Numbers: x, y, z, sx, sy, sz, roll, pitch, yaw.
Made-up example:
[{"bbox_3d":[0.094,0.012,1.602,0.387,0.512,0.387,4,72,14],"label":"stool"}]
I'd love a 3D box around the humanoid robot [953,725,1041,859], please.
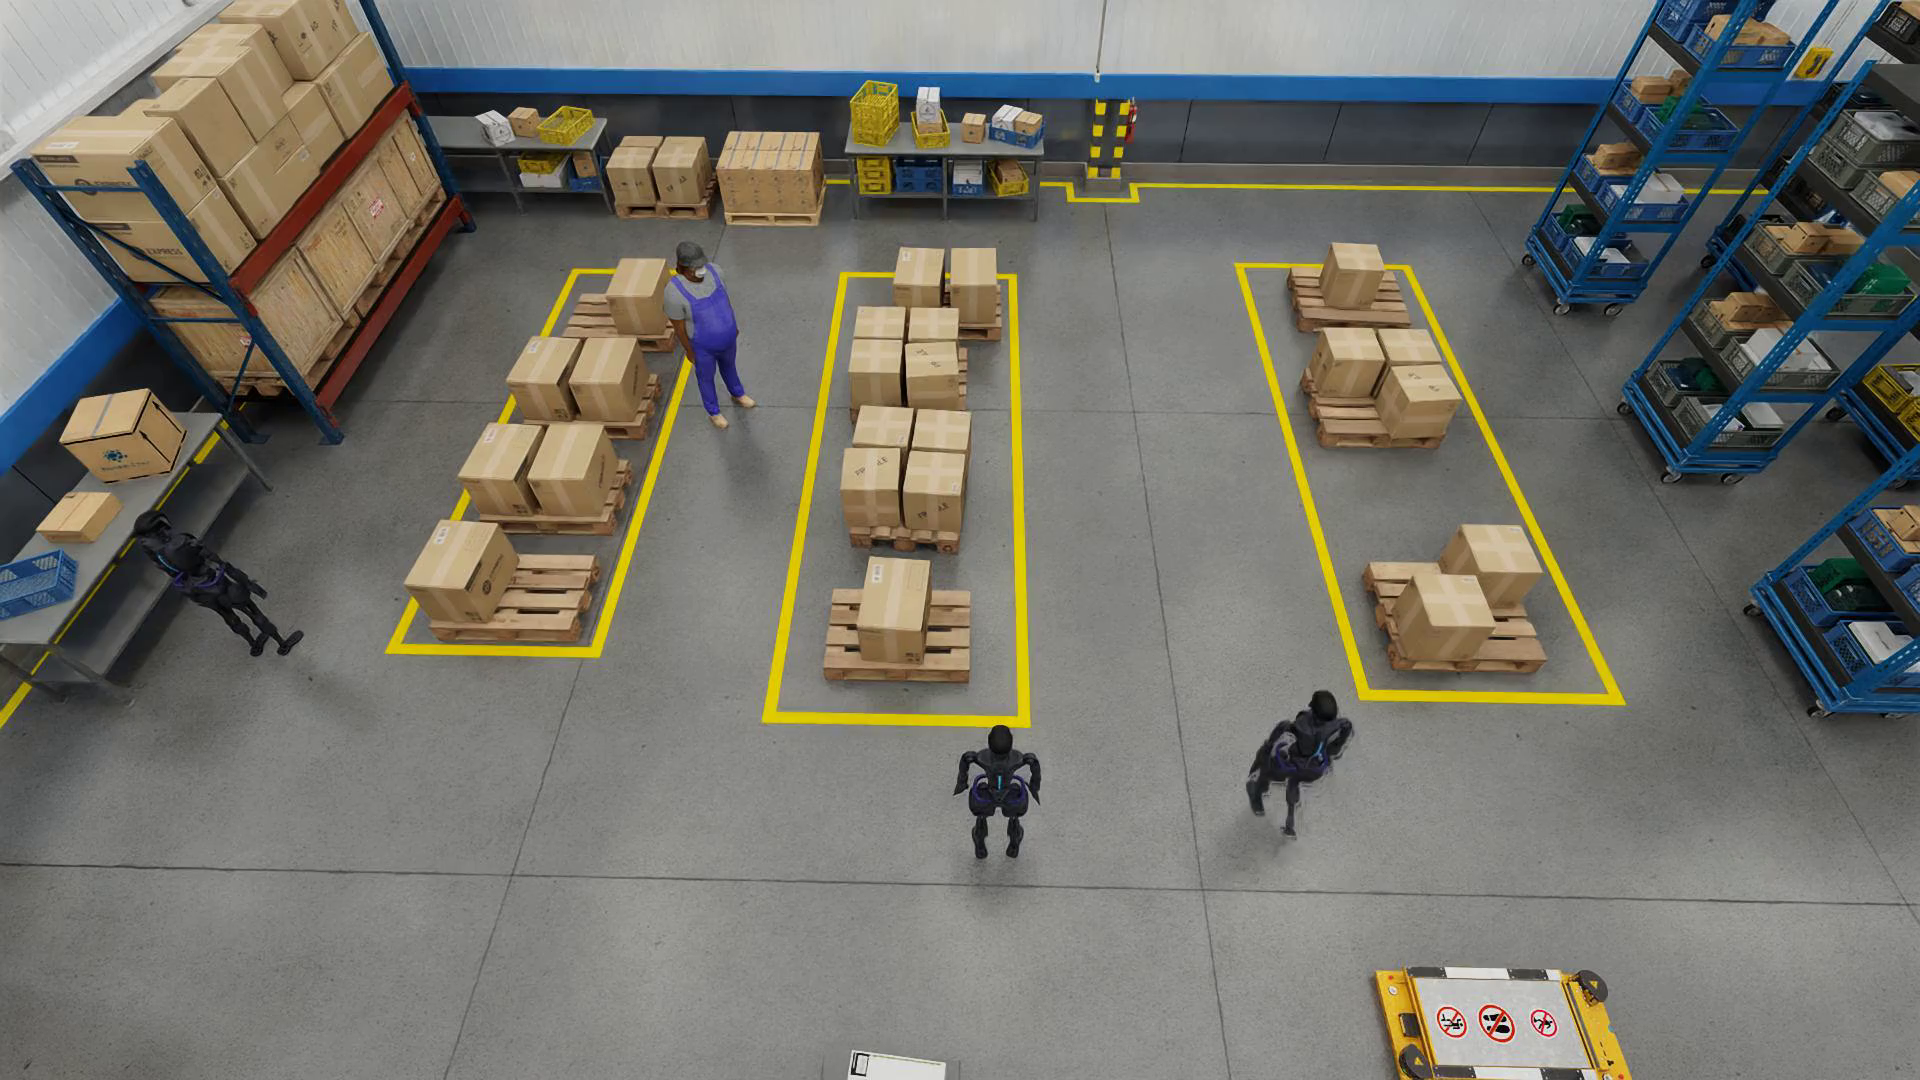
[{"bbox_3d":[0.250,1.698,6.185,0.599,1.654,0.325,1,51,1],"label":"humanoid robot"}]

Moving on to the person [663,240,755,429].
[{"bbox_3d":[-2.420,-2.010,8.982,0.537,2.000,0.681,31,57,23],"label":"person"}]

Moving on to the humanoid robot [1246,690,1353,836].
[{"bbox_3d":[2.325,1.553,6.314,0.595,1.654,0.463,0,51,0],"label":"humanoid robot"}]

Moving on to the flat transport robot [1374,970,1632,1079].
[{"bbox_3d":[3.501,3.133,5.914,1.431,0.197,0.652,1,51,1],"label":"flat transport robot"}]

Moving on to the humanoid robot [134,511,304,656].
[{"bbox_3d":[-5.924,0.351,7.281,0.599,1.657,0.325,1,51,1],"label":"humanoid robot"}]

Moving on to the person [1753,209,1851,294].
[{"bbox_3d":[9.083,-2.966,9.875,0.586,1.865,0.674,-34,58,-24],"label":"person"}]
